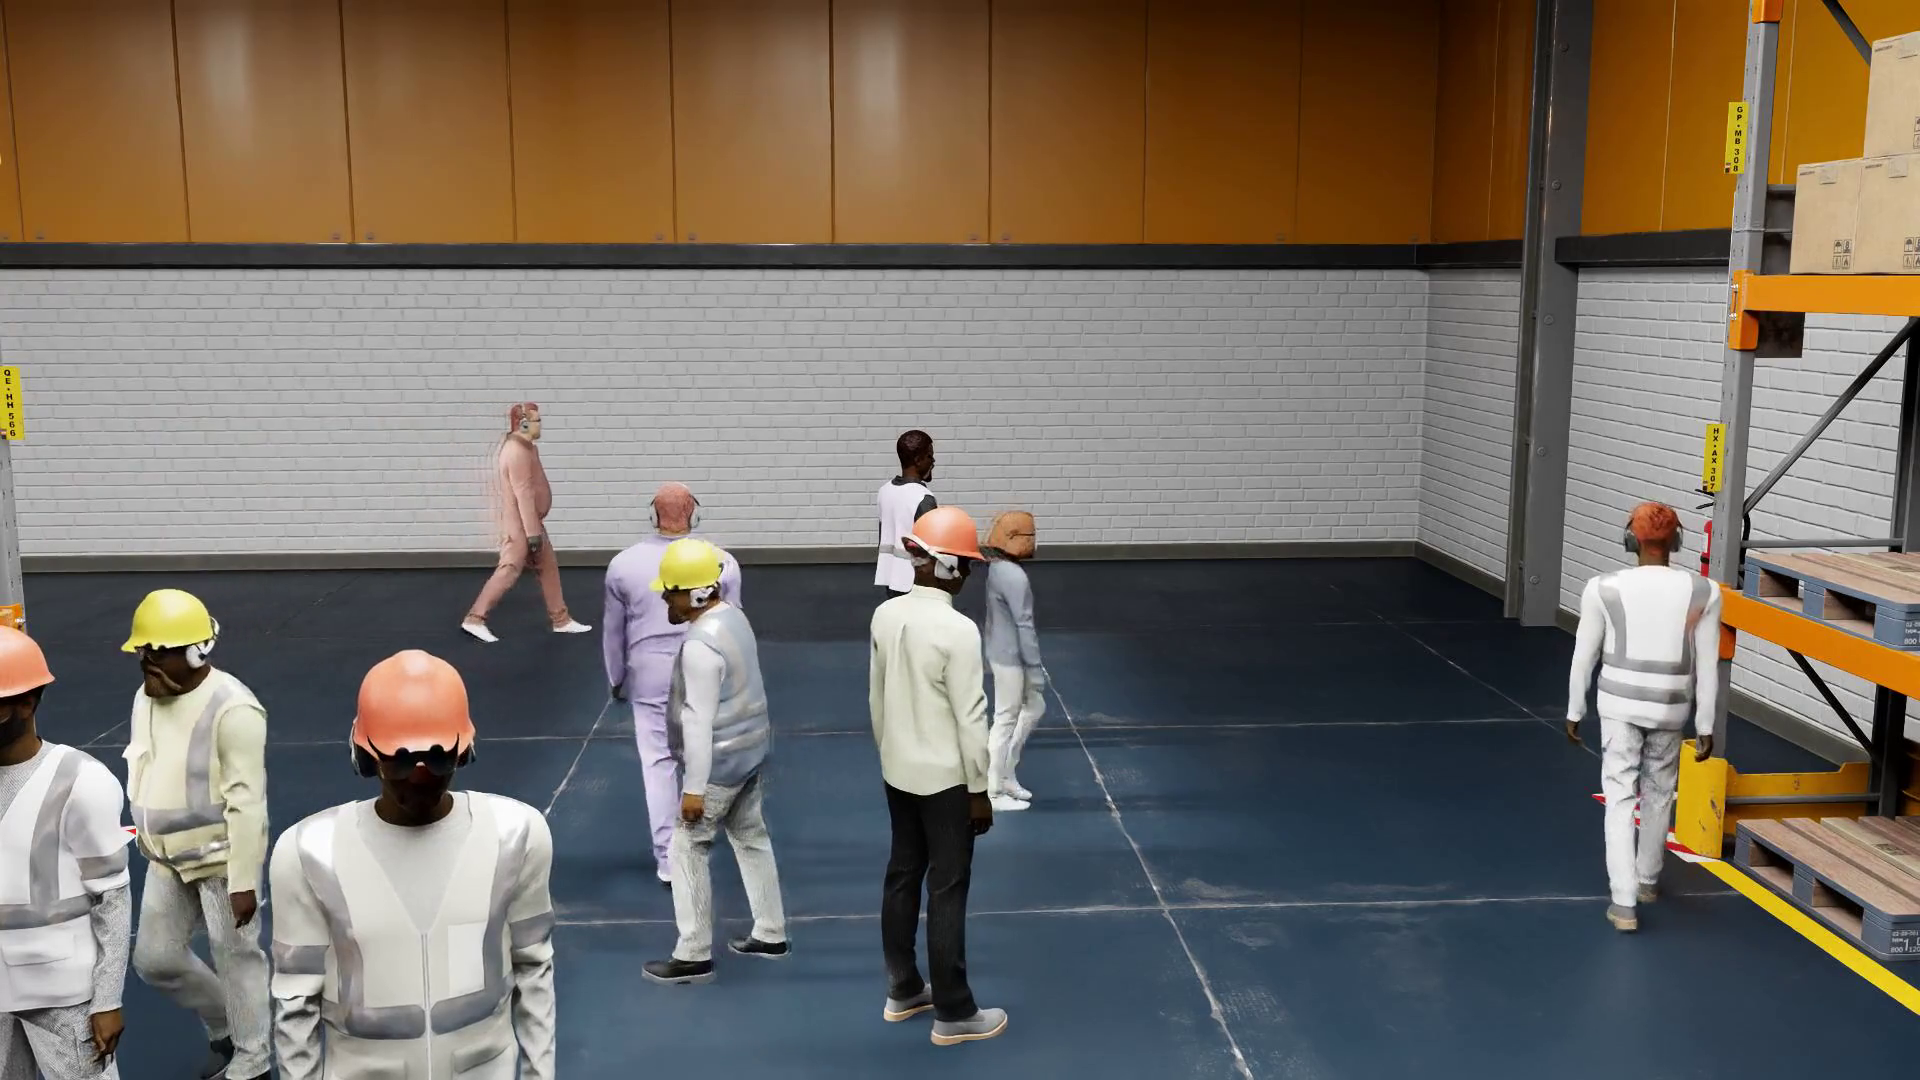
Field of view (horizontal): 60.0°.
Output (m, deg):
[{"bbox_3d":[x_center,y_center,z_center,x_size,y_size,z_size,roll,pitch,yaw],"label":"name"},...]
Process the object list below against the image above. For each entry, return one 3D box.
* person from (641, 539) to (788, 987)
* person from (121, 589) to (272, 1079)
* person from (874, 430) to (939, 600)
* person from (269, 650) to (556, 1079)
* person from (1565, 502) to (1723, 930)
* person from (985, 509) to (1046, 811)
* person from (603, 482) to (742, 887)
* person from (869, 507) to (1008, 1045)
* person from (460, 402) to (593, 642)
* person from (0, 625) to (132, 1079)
[{"bbox_3d":[-0.994,0.884,6.696,0.578,1.802,0.615,1,9,6],"label":"person"},{"bbox_3d":[-2.538,1.051,5.561,0.610,1.816,0.425,5,10,27],"label":"person"},{"bbox_3d":[-0.294,0.300,9.965,0.392,1.917,0.590,-6,11,-32],"label":"person"},{"bbox_3d":[-1.178,1.238,3.682,0.605,2.042,0.385,-4,10,-24],"label":"person"},{"bbox_3d":[3.000,0.753,7.335,0.604,1.867,0.651,2,9,14],"label":"person"},{"bbox_3d":[0.302,0.641,8.742,0.427,1.614,0.513,-1,9,-8],"label":"person"},{"bbox_3d":[-1.367,0.648,7.965,0.656,1.852,0.990,-2,9,-10],"label":"person"},{"bbox_3d":[-0.083,0.866,6.196,0.399,1.984,0.609,-7,11,-38],"label":"person"},{"bbox_3d":[-3.428,-0.138,12.903,0.983,1.864,0.662,-2,9,-14],"label":"person"},{"bbox_3d":[-2.479,1.173,4.414,0.551,1.936,0.357,2,9,12],"label":"person"}]
